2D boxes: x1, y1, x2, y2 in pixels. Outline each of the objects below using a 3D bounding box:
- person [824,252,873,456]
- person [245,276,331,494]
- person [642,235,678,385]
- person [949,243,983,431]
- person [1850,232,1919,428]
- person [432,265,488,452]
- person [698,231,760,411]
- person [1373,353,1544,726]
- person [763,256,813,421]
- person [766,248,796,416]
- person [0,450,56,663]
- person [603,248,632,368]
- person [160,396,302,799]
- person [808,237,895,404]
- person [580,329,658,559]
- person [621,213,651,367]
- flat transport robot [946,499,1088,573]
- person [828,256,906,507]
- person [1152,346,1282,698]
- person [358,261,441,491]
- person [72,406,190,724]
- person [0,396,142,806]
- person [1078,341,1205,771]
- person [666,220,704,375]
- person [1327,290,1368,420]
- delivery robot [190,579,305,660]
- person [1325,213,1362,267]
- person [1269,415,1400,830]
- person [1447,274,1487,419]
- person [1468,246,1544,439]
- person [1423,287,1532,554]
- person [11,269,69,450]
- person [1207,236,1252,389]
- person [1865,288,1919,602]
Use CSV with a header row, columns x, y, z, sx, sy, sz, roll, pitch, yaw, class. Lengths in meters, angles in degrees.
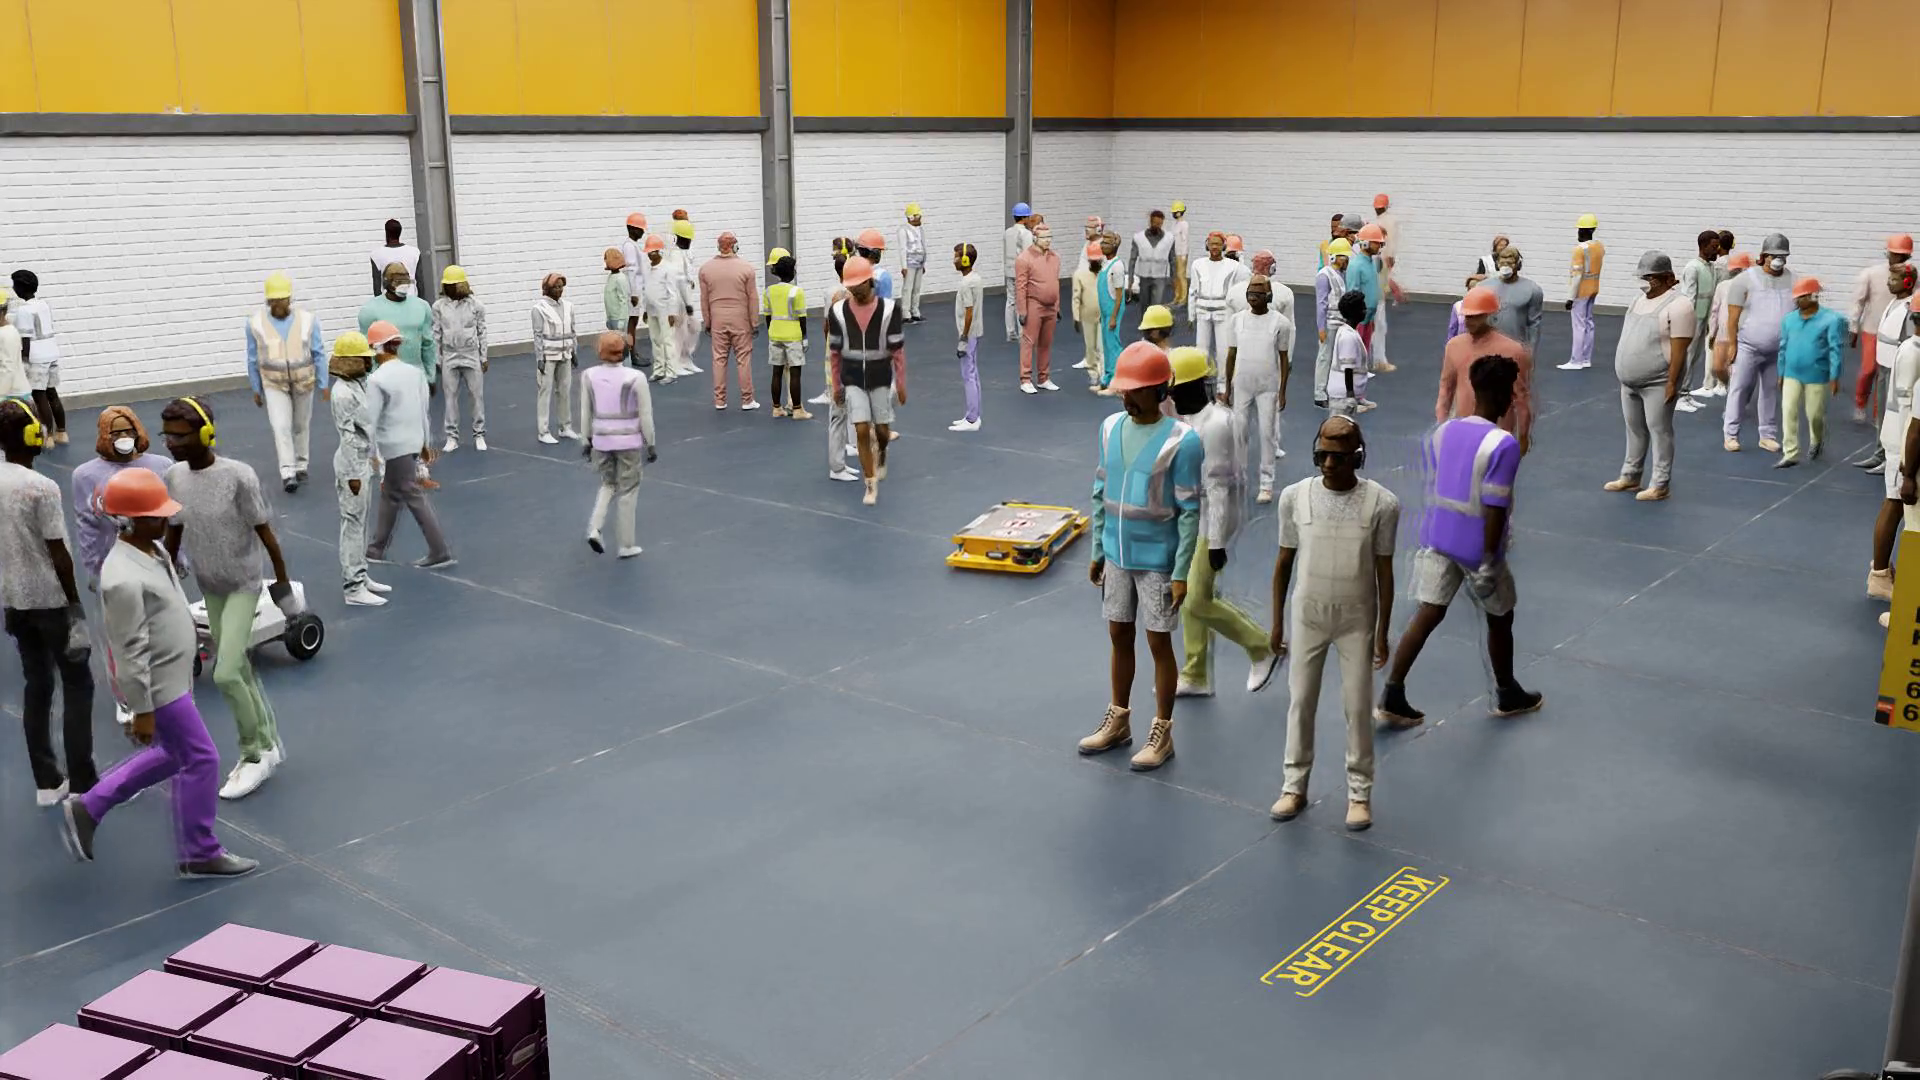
x,y,z,sx,sy,sz,roll,pitch,yaw,class
-1.035,-1.711,15.367,0.514,1.868,0.328,12,19,41,person
-5.567,-1.289,13.827,0.610,1.783,0.915,-7,16,-25,person
-3.564,-2.712,19.614,0.565,1.743,0.353,12,19,40,person
0.061,-2.017,16.601,0.322,1.862,0.531,2,14,10,person
9.280,-2.087,16.648,0.641,1.967,0.482,3,14,11,person
-4.659,-1.690,15.534,0.492,1.740,0.315,-3,14,-10,person
-2.440,-2.331,17.761,0.640,1.909,0.409,2,14,8,person
2.548,0.010,8.393,1.010,1.920,0.615,-7,16,-25,person
-1.781,-2.077,17.168,0.532,1.699,0.319,8,16,30,person
-1.844,-2.177,17.452,0.338,1.761,0.525,0,14,-1,person
-5.326,-0.055,9.042,0.670,1.720,0.435,-12,18,-39,person
-3.932,-2.509,19.026,0.289,1.633,0.500,-8,16,-30,person
-3.350,0.262,7.537,0.596,1.836,0.676,5,15,19,person
-1.176,-2.414,18.260,0.957,1.831,0.546,-3,14,-12,person
-2.390,-0.661,11.658,0.540,1.624,0.354,5,15,19,person
-4.093,-3.164,21.050,0.388,1.925,0.548,-2,14,-8,person
0.432,-0.043,11.934,0.652,0.197,1.431,5,15,18,flat transport robot
-0.744,-1.308,13.484,0.615,2.007,0.710,0,14,1,person
1.334,-0.073,8.768,0.640,1.888,0.646,-1,14,-4,person
-4.602,-1.324,13.704,0.380,1.930,0.625,13,19,42,person
-4.229,0.117,8.533,0.507,1.633,0.278,-13,19,-41,person
-4.067,0.301,7.387,0.636,1.848,0.300,6,15,22,person
0.845,0.078,7.862,0.605,2.043,0.379,14,19,43,person
-3.327,-2.925,20.175,0.559,1.882,0.635,-1,14,-3,person
3.173,-1.193,13.631,0.321,1.699,0.529,2,14,9,person
-4.032,0.413,9.346,0.477,0.478,0.707,5,15,19,delivery robot
4.421,-2.705,18.983,0.536,2.000,0.676,1,14,2,person
1.602,0.360,7.174,0.515,1.834,0.352,5,15,19,person
4.878,-1.707,15.815,0.525,1.637,0.307,11,18,37,person
4.964,-1.713,15.225,0.635,1.937,0.352,6,15,22,person
3.617,-0.795,11.578,1.059,1.928,0.602,-10,17,-35,person
-8.683,-1.698,15.675,0.319,1.690,0.537,-1,14,-5,person
3.131,-2.637,19.299,0.335,1.749,0.563,-7,16,-25,person
6.096,-0.618,10.636,0.377,2.045,0.605,8,16,30,person
